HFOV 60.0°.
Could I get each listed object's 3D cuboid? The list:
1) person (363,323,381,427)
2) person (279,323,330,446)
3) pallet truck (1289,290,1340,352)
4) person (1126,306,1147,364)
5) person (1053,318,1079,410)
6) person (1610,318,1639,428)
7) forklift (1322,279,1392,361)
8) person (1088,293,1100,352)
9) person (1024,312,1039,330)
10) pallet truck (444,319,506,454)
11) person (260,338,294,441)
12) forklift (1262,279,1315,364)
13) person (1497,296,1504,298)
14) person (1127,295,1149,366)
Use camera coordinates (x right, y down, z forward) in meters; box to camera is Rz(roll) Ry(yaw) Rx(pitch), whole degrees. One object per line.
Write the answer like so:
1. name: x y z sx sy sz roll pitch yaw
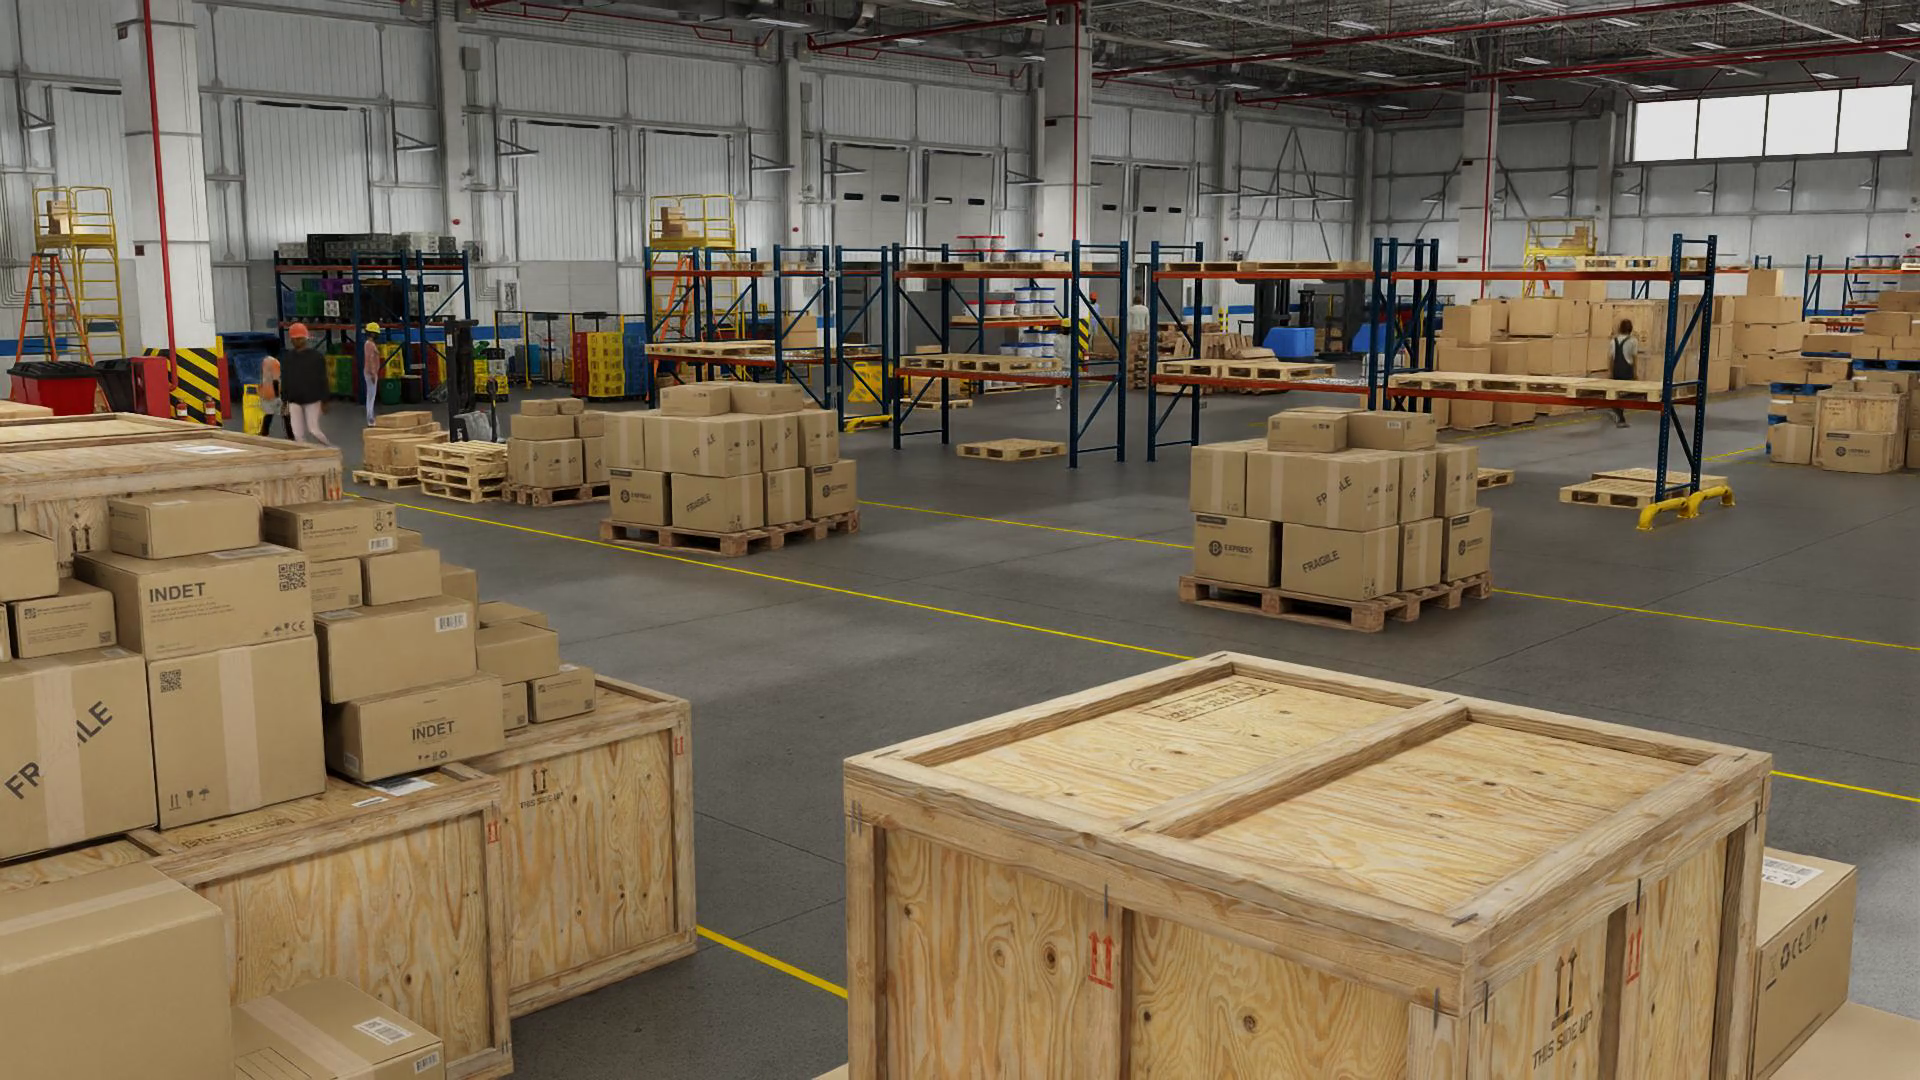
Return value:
1. person: -9.866 -2.773 27.982 0.328 1.760 0.524 -3 10 -18
2. person: -8.396 -1.802 21.345 0.623 1.976 0.573 1 9 7
3. pallet truck: 11.297 -6.951 52.861 1.885 1.965 0.823 -5 11 -29
4. person: 4.838 -5.697 46.338 0.720 1.621 0.514 -3 10 -19
5. person: 2.001 -3.312 31.358 0.485 1.738 0.321 0 9 2
6. person: 11.035 -2.762 27.670 0.491 1.834 0.543 -5 11 -30
7. forklift: 11.366 -6.501 47.401 1.873 2.768 1.129 3 10 17
8. person: 4.107 -6.667 51.354 0.542 1.929 0.395 -5 11 -30
9. person: 1.828 -5.390 43.709 0.724 1.866 0.585 -6 11 -32
10. pallet truck: -6.981 -1.942 22.150 1.885 1.965 0.823 1 9 9
11. person: -9.733 -2.069 23.906 0.781 1.662 0.553 -7 12 -38
12. forklift: 8.555 -6.090 44.881 1.873 2.768 1.129 9 13 43
13. person: 14.894 -5.765 45.819 0.483 1.920 0.646 -4 10 -23
14. person: 4.844 -5.699 45.364 0.632 1.940 0.372 -3 10 -17
